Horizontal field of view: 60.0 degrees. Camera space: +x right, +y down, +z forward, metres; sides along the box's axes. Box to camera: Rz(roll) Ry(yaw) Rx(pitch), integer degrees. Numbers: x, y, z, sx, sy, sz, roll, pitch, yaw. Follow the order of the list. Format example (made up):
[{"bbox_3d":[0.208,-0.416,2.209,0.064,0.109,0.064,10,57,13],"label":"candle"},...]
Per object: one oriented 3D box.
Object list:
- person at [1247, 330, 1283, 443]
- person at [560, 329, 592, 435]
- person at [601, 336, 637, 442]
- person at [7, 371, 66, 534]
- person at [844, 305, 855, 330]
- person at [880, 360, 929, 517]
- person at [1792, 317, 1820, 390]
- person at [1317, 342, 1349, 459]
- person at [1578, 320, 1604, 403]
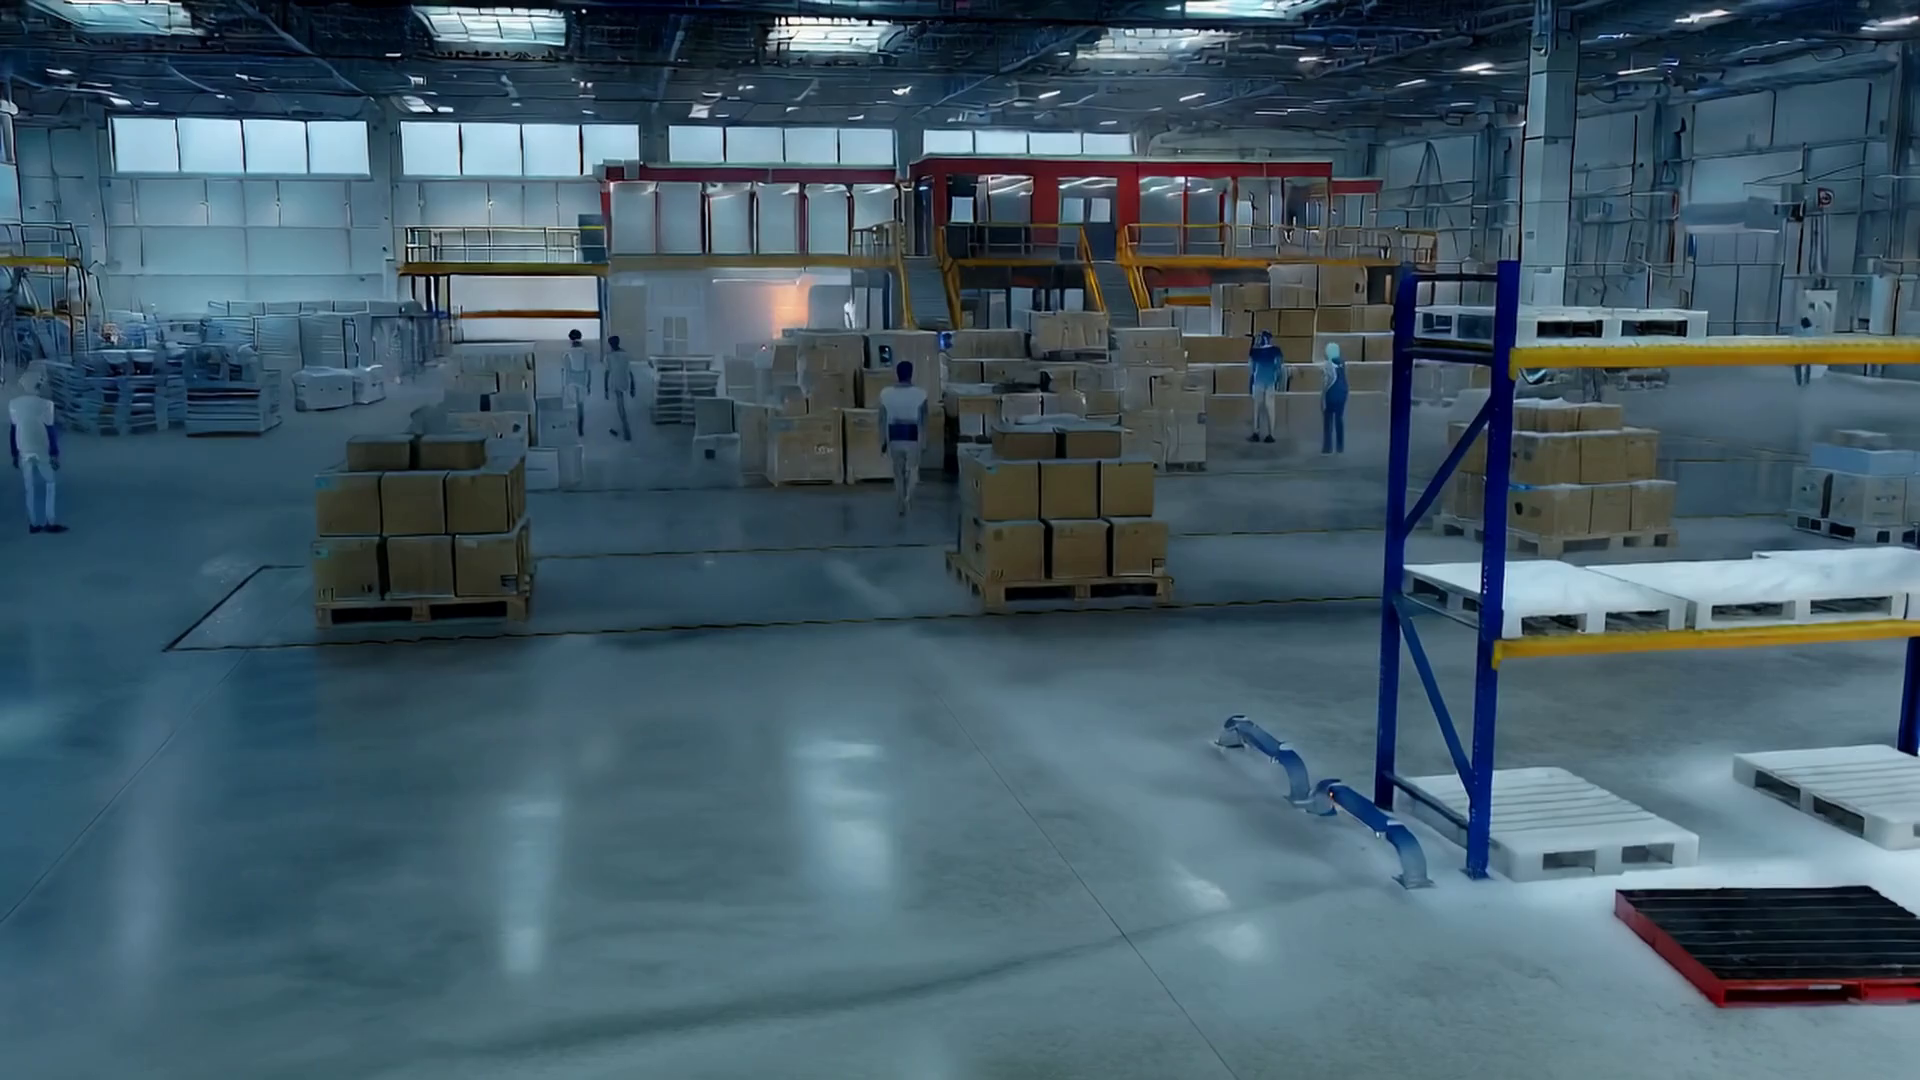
[{"bbox_3d":[5.237,-2.644,28.606,0.630,1.940,0.373,7,12,38],"label":"person"},{"bbox_3d":[-6.822,-2.800,29.650,0.548,1.912,0.814,-5,11,-28],"label":"person"},{"bbox_3d":[-5.971,-2.624,28.880,0.541,1.807,1.019,-8,12,-41],"label":"person"},{"bbox_3d":[-10.420,-0.979,18.731,0.540,1.854,0.391,-1,9,-7],"label":"person"},{"bbox_3d":[-3.388,-6.251,50.865,0.347,1.863,0.721,-1,9,-8],"label":"person"},{"bbox_3d":[-0.670,-1.187,19.857,0.594,1.903,0.651,1,9,8],"label":"person"},{"bbox_3d":[20.841,-4.604,41.032,0.632,1.790,0.979,4,10,25],"label":"person"},{"bbox_3d":[5.855,-2.179,26.108,0.534,1.824,0.394,-5,10,-26],"label":"person"},{"bbox_3d":[12.850,-3.511,33.860,0.610,1.946,0.405,-4,10,-21],"label":"person"}]
